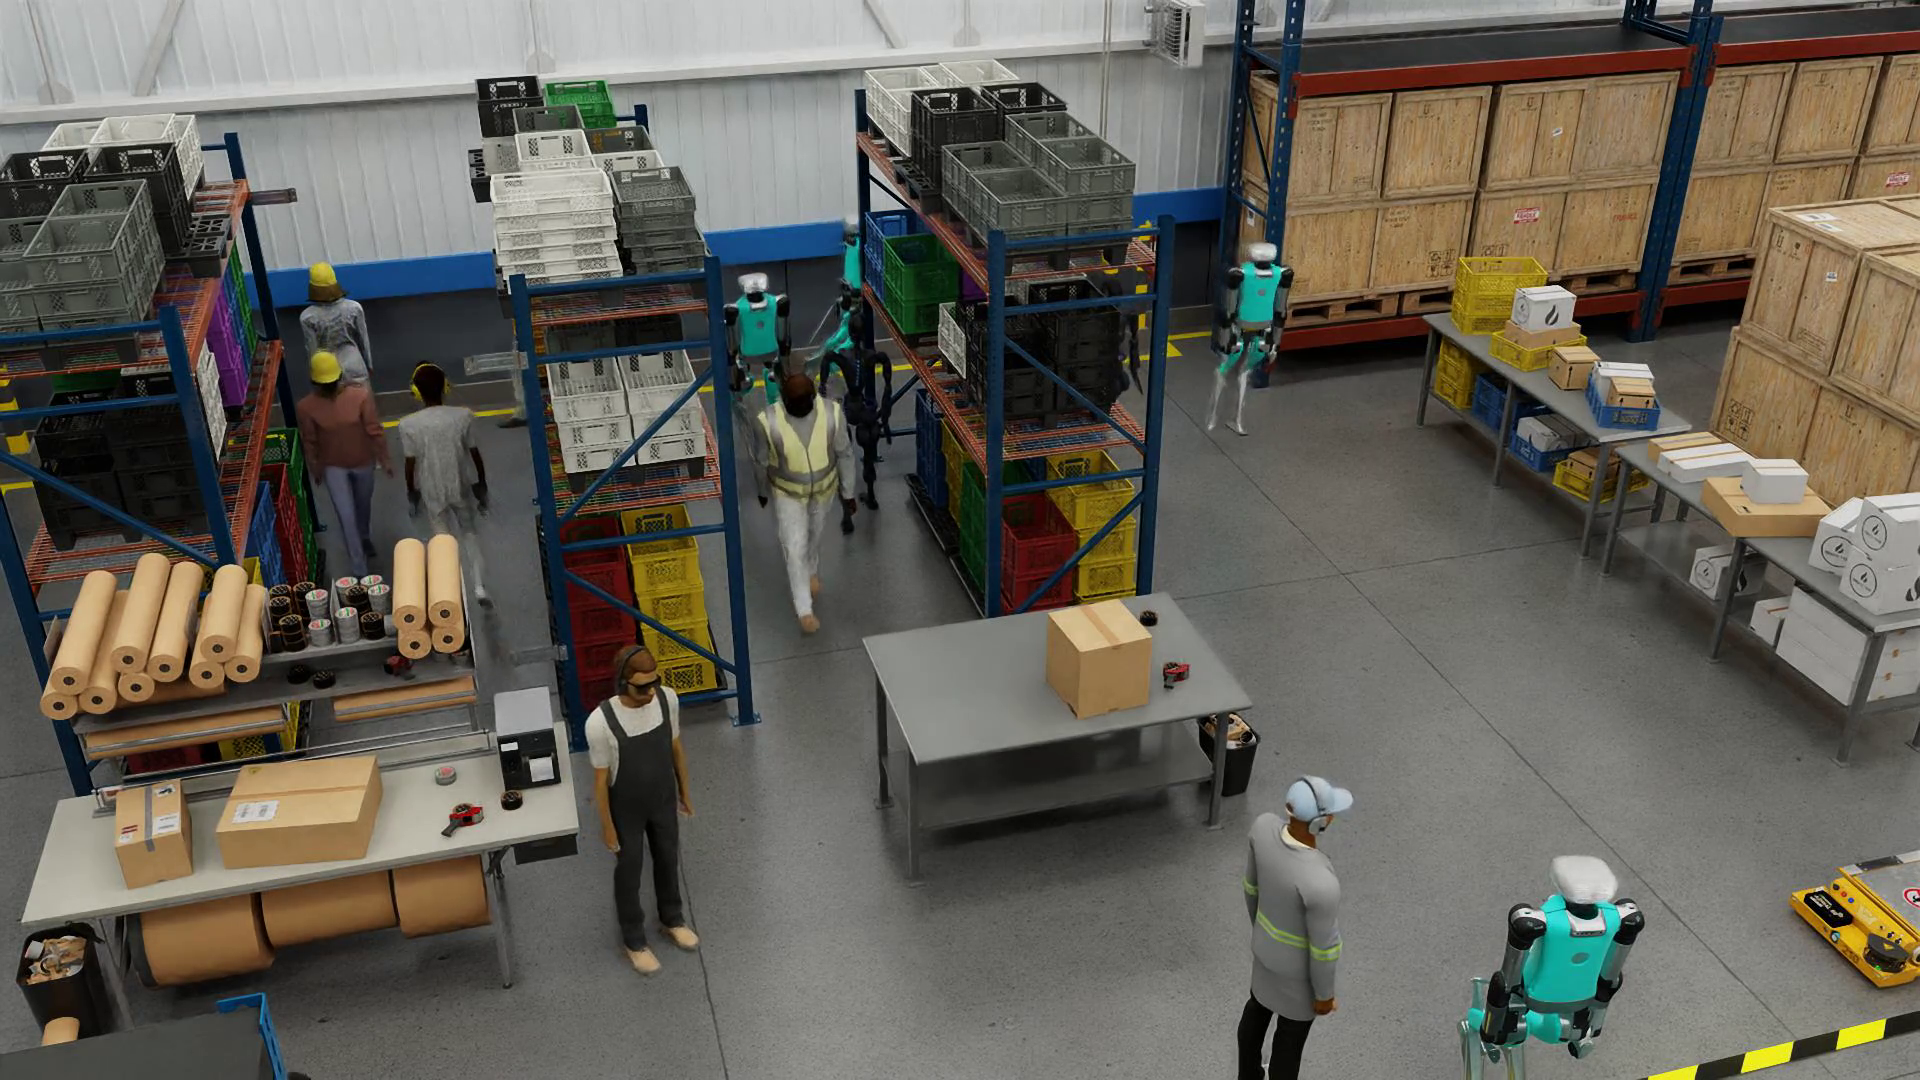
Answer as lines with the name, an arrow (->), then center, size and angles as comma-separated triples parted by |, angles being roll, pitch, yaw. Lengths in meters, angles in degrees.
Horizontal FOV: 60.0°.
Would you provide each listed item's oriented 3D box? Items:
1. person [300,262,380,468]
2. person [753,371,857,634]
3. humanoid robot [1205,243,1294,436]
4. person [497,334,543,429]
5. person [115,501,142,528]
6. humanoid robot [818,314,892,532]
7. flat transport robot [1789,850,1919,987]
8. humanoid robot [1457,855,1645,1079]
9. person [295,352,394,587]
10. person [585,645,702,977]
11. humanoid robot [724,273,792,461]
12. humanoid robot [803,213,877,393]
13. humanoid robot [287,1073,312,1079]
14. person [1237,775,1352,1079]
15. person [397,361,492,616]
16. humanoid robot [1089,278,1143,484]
person -> -4.860, -1.345, 13.074 | 0.486, 1.745, 0.292 | -18, 34, -29
person -> -1.014, -0.296, 11.129 | 0.624, 1.783, 0.988 | -11, 31, -19
humanoid robot -> 2.340, -1.649, 13.687 | 0.534, 1.806, 0.810 | -3, 29, -5
person -> -3.494, -1.770, 13.777 | 0.788, 1.815, 0.563 | -11, 31, -19
person -> -6.121, -1.006, 12.158 | 0.605, 2.038, 0.390 | 6, 29, 10
humanoid robot -> -0.813, -0.905, 12.377 | 0.624, 1.636, 0.613 | -5, 29, -9
flat transport robot -> 5.163, 1.916, 8.676 | 1.431, 0.231, 0.659 | -8, 30, -14
humanoid robot -> 2.401, 1.898, 7.048 | 0.533, 1.674, 0.735 | -2, 29, -4
person -> -4.274, -0.531, 11.614 | 0.531, 1.715, 0.902 | -15, 32, -25
person -> -1.537, 1.308, 8.158 | 0.504, 1.837, 0.369 | -23, 36, -36
humanoid robot -> -1.642, -1.320, 13.074 | 0.555, 1.794, 0.859 | -12, 31, -20
humanoid robot -> -1.114, -1.799, 13.966 | 0.897, 1.821, 0.548 | -13, 32, -23
humanoid robot -> -2.229, 2.516, 6.127 | 0.457, 1.646, 0.604 | -17, 33, -28
person -> 1.456, 1.794, 7.252 | 0.376, 1.853, 0.587 | -13, 31, -22
person -> -3.425, -0.316, 11.095 | 0.526, 1.850, 0.433 | -14, 32, -24
humanoid robot -> 1.160, -1.294, 13.110 | 0.586, 1.629, 0.786 | -14, 32, -24
